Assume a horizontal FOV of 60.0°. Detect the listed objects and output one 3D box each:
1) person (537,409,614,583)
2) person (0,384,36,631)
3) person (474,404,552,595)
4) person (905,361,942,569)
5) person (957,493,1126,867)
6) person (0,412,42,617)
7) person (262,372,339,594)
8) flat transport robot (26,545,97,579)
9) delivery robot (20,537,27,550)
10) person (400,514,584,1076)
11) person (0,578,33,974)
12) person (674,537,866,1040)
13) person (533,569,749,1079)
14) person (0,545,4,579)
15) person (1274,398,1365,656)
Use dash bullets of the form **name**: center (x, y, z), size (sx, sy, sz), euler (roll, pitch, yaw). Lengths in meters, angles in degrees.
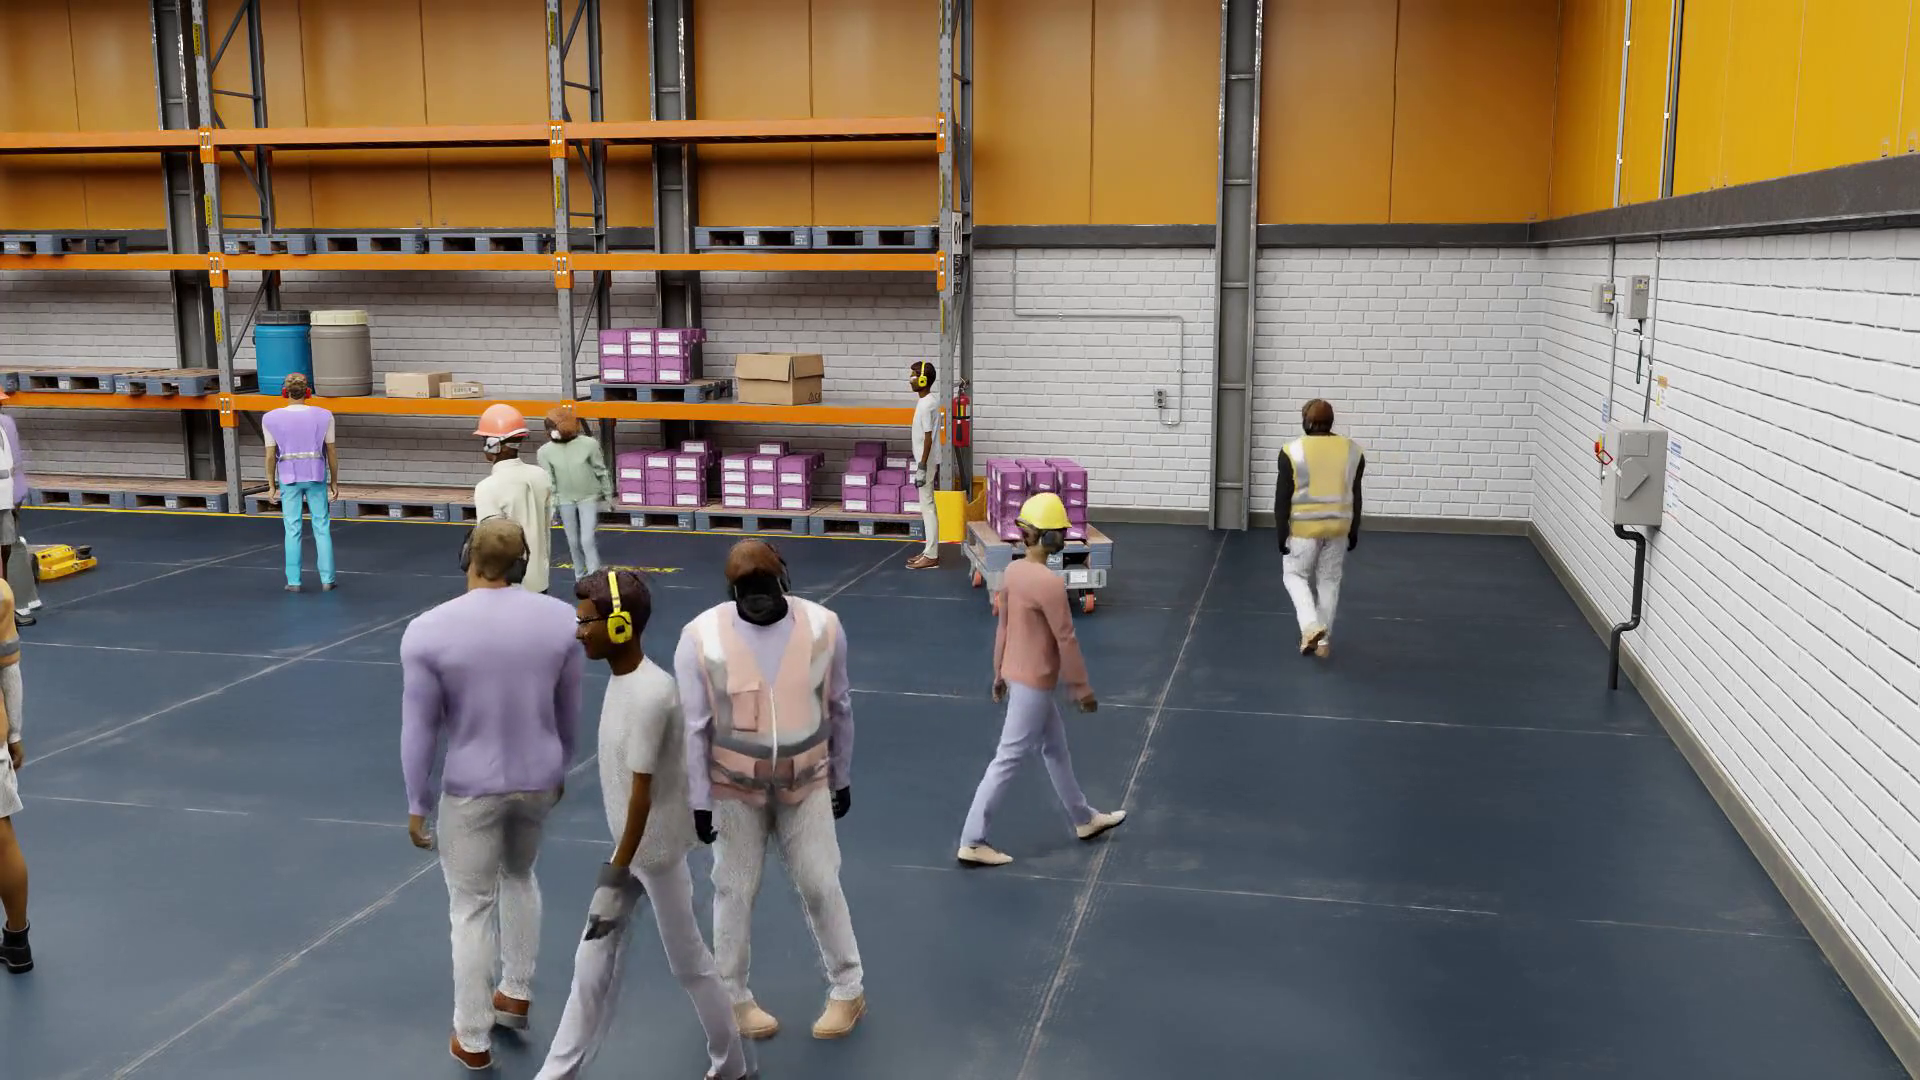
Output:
- **person**: center (-3.109, -0.267, 13.431), size (0.568, 1.585, 0.622), euler (0, 10, -1)
- **person**: center (-7.193, -0.267, 12.389), size (0.356, 1.937, 0.552), euler (-1, 10, -3)
- **person**: center (-2.473, 0.246, 9.179), size (0.377, 1.996, 0.611), euler (3, 10, 20)
- **person**: center (-0.329, -0.675, 15.009), size (0.328, 1.872, 0.510), euler (1, 10, 3)
- **person**: center (0.378, 0.641, 7.677), size (0.922, 1.717, 0.528), euler (-3, 10, -18)
- **person**: center (-7.443, -0.341, 12.866), size (0.391, 1.925, 0.593), euler (-4, 10, -21)
- **person**: center (-5.475, -0.469, 13.858), size (0.565, 1.846, 0.389), euler (-5, 11, -26)
- **flat transport robot**: center (-8.487, 0.183, 14.655), size (1.431, 0.197, 0.652), euler (0, 10, 3)
- **delivery robot**: center (-8.031, 0.128, 13.861), size (0.477, 0.478, 0.707), euler (-3, 10, -18)
- **person**: center (-1.616, 0.867, 5.808), size (0.648, 1.903, 0.524), euler (-6, 11, -31)
- **person**: center (-3.847, 0.758, 6.318), size (0.365, 1.939, 0.542), euler (7, 12, 37)
- **person**: center (-0.683, 0.880, 5.965), size (0.648, 1.820, 0.433), euler (-2, 10, -13)
- **person**: center (-1.073, 1.010, 5.179), size (0.943, 1.812, 0.550), euler (-5, 11, -28)
- **person**: center (-5.755, 0.358, 9.574), size (0.307, 1.640, 0.521), euler (6, 11, 30)
- **person**: center (2.495, -0.062, 11.524), size (0.640, 1.831, 0.547), euler (-1, 10, -8)
